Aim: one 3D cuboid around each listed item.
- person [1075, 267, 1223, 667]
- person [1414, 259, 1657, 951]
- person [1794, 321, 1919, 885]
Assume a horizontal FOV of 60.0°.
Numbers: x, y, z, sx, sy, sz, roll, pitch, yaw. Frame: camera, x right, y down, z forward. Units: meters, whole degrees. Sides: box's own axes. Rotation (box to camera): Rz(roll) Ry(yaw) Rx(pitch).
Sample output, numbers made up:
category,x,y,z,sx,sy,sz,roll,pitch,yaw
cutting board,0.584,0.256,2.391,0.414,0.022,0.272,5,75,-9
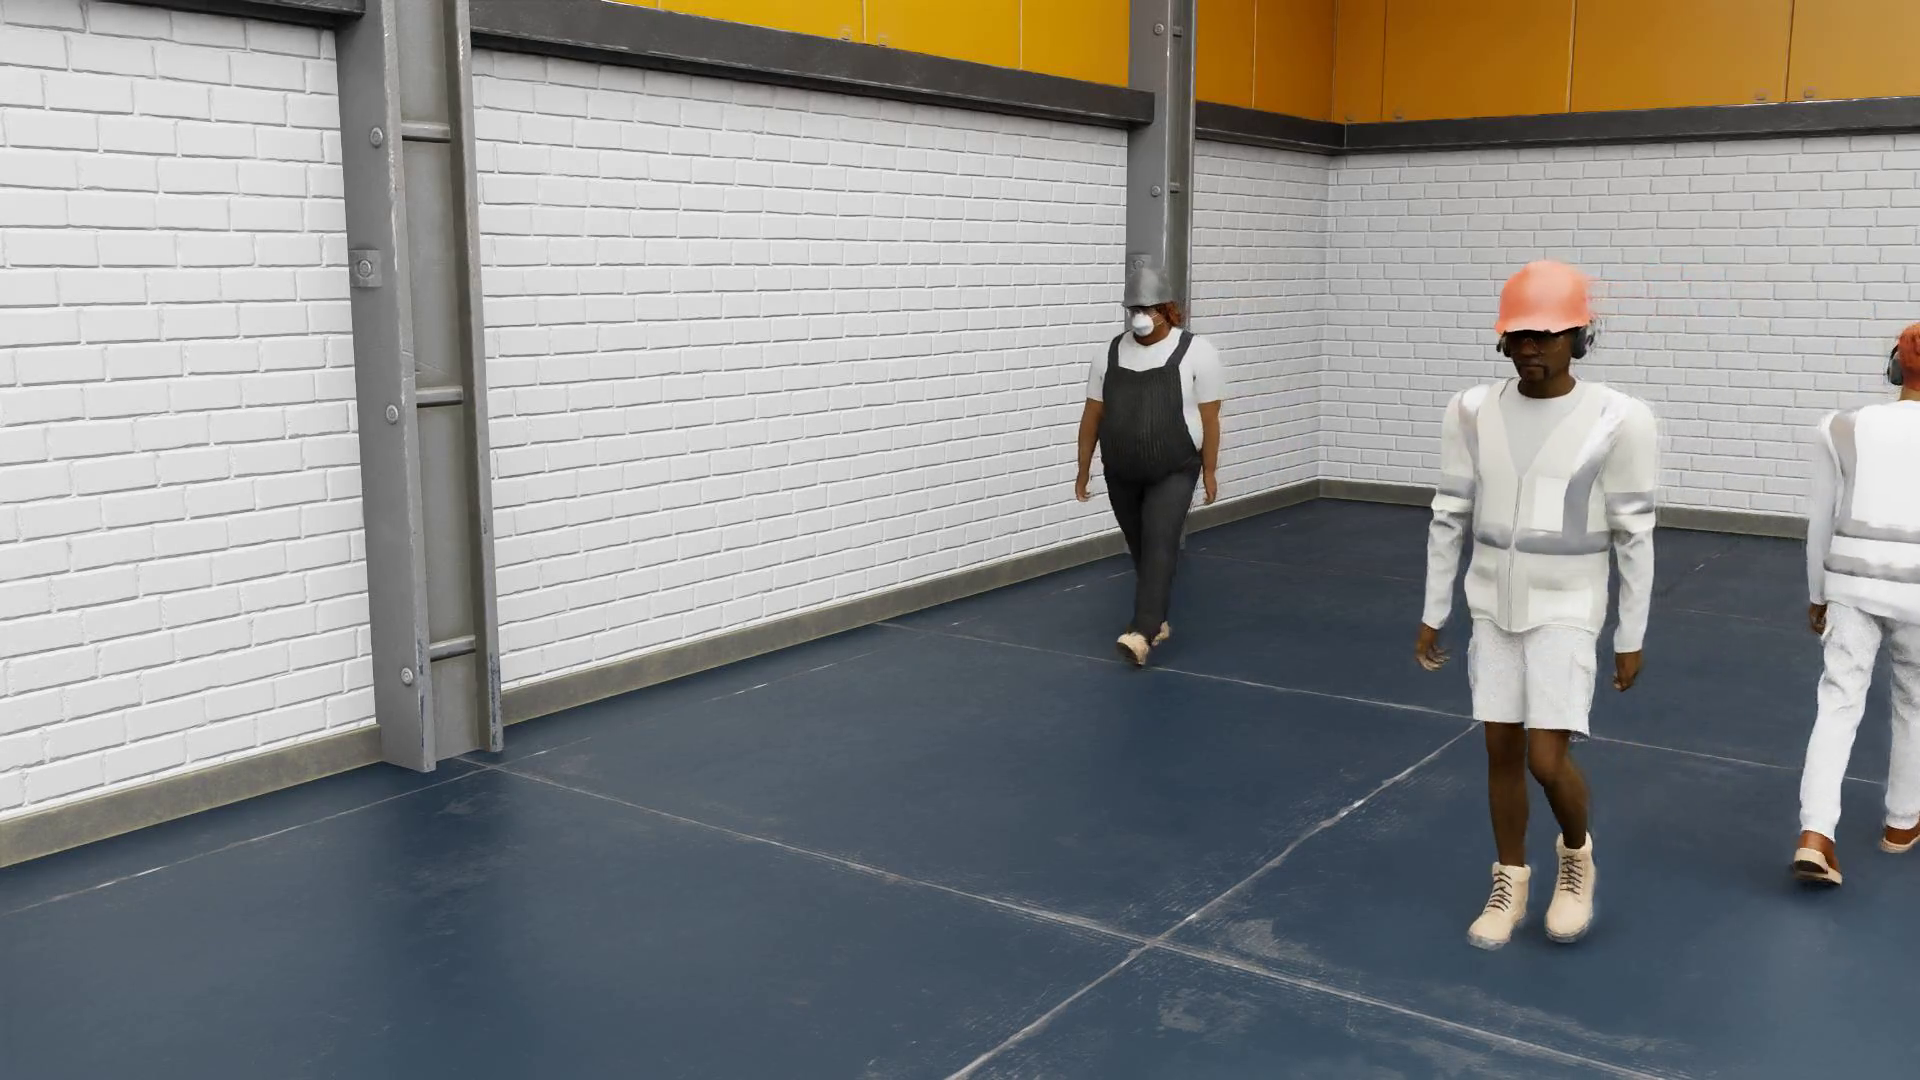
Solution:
category,x,y,z,sx,sy,sz,roll,pitch,yaw
person,0.906,-0.401,8.424,0.705,2.000,1.011,5,11,29
person,1.638,0.217,4.805,0.443,2.027,0.629,-9,13,-44
person,3.032,0.205,5.441,0.574,1.849,0.965,8,12,39
